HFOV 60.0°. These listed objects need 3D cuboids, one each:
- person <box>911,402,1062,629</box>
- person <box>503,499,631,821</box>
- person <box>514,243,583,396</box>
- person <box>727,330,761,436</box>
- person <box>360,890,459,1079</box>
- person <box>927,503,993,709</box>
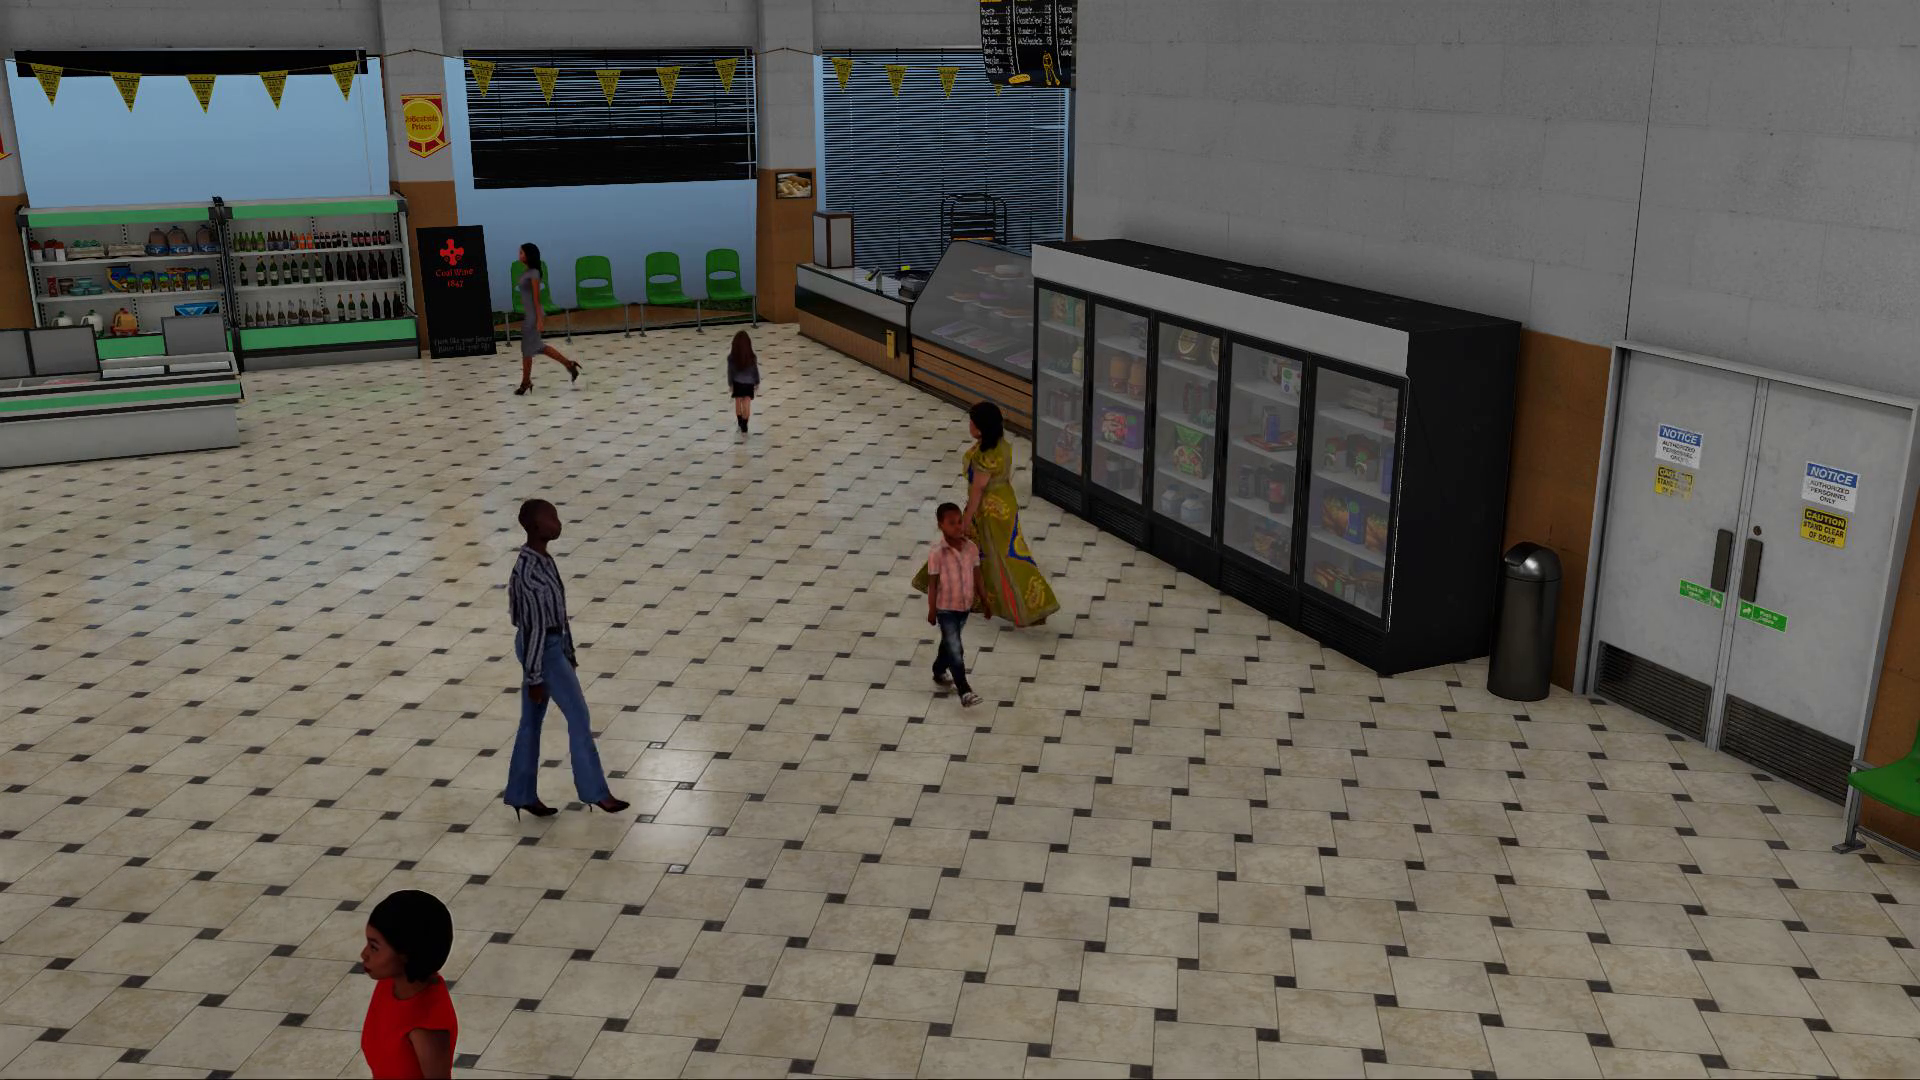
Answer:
[{"bbox_3d":[0.309,-0.130,11.678,1.426,1.609,1.242,3,17,10],"label":"person"},{"bbox_3d":[-2.293,0.667,8.773,0.950,1.772,0.771,-4,17,-13],"label":"person"},{"bbox_3d":[-4.895,-2.575,19.473,1.043,1.758,0.626,-7,18,-21],"label":"person"},{"bbox_3d":[-2.297,-1.653,17.600,0.740,1.082,0.693,-1,17,-5],"label":"person"},{"bbox_3d":[-1.580,1.841,4.956,0.555,1.744,0.612,-12,21,-35],"label":"person"},{"bbox_3d":[-0.069,0.392,10.533,0.848,1.274,0.664,-11,20,-33],"label":"person"}]
